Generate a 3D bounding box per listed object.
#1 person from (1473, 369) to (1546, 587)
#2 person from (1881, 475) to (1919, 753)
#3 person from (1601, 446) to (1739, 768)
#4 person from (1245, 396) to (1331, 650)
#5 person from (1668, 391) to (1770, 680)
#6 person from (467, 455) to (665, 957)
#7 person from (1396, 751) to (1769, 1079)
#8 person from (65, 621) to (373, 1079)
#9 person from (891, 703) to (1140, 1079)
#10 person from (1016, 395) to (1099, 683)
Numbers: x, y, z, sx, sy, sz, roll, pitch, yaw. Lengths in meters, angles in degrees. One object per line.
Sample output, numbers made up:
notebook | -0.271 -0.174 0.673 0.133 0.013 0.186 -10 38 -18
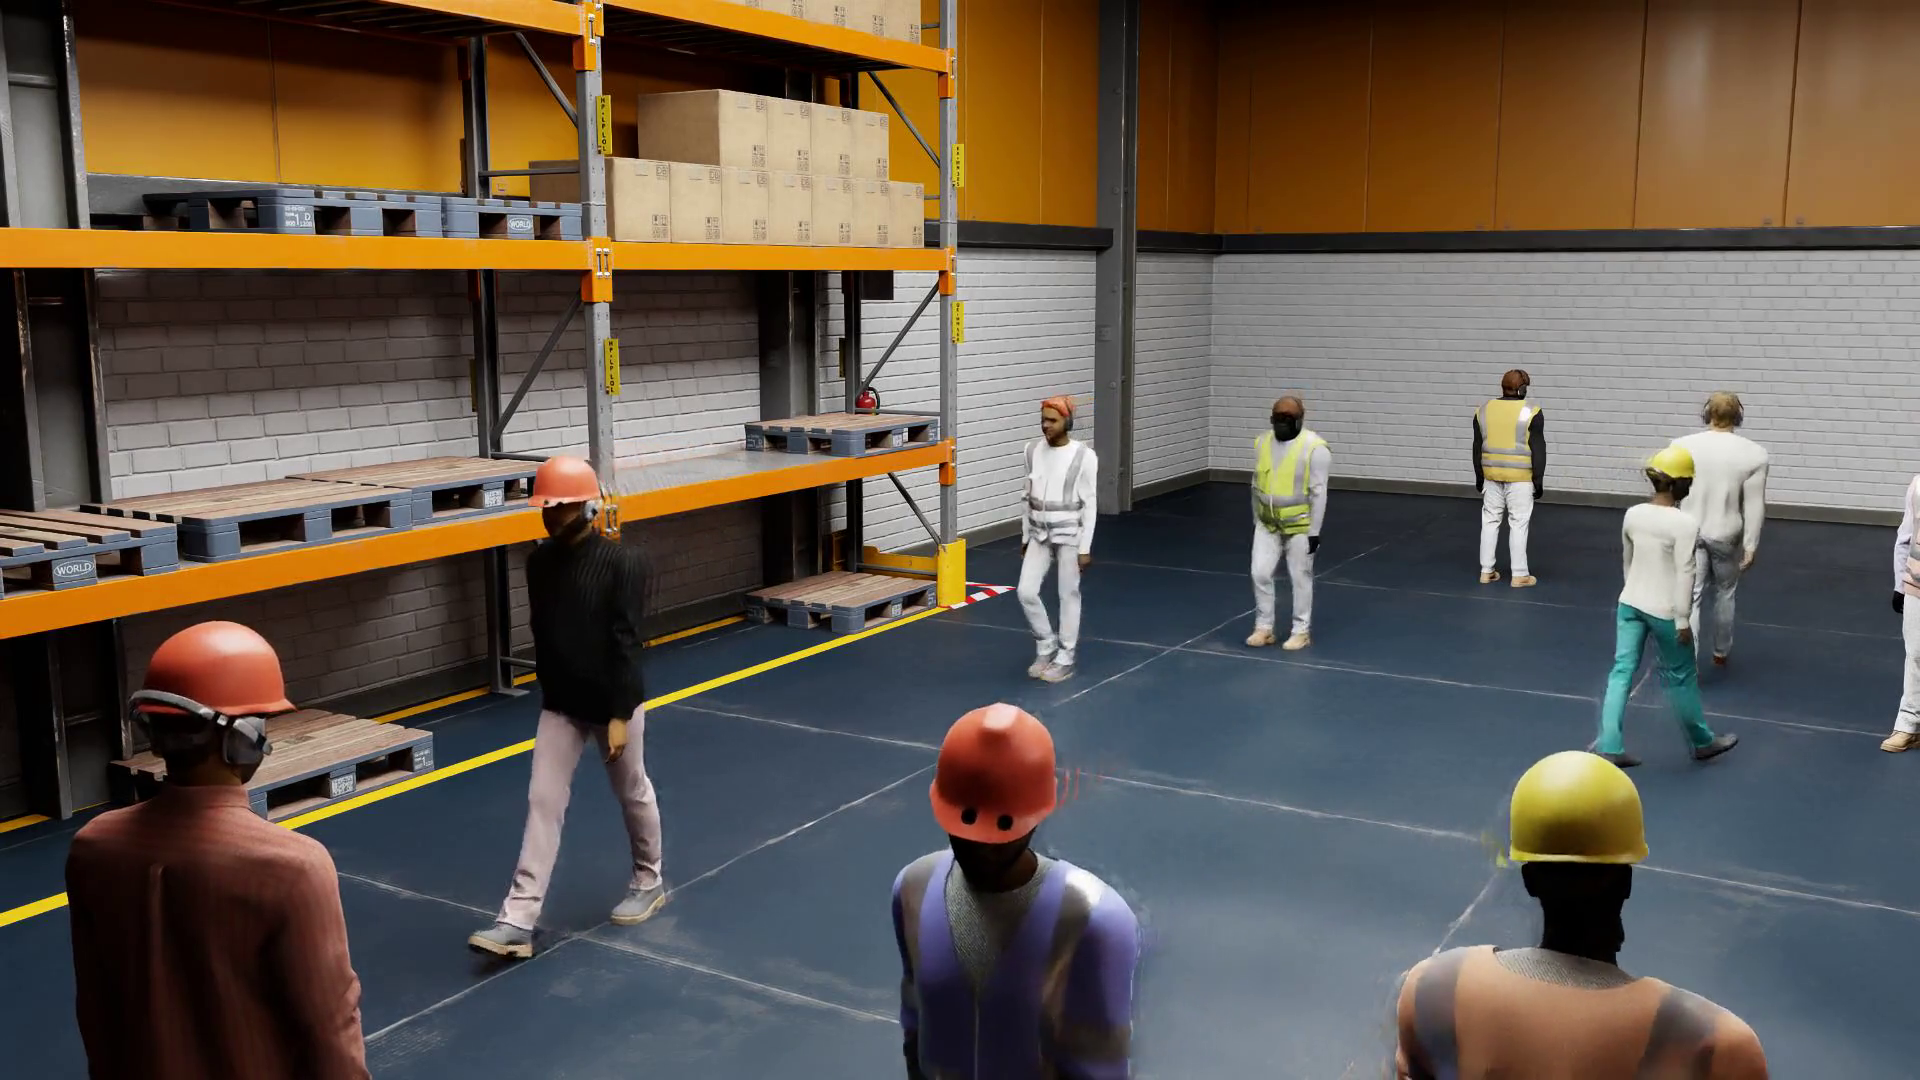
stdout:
person | 4.676 -0.528 14.136 0.633 1.841 0.429 9 13 44
person | 5.383 0.290 9.032 0.429 1.844 0.623 -8 12 -40
person | 3.806 0.364 8.891 0.852 1.724 0.548 -4 10 -23
person | 2.292 -0.107 11.612 0.642 1.812 0.595 8 12 41
person | 4.893 -0.023 10.842 0.642 1.883 1.007 5 10 27
person | -1.496 0.644 6.479 0.624 1.937 1.012 4 10 26
person | 1.020 1.282 2.777 1.045 1.863 0.594 -8 12 -41
person | -1.406 1.142 3.253 0.608 1.989 0.386 3 9 16
person | 0.123 1.199 3.281 0.538 1.879 0.982 5 10 27
person | 0.601 0.006 10.705 0.614 1.868 0.452 7 11 37
